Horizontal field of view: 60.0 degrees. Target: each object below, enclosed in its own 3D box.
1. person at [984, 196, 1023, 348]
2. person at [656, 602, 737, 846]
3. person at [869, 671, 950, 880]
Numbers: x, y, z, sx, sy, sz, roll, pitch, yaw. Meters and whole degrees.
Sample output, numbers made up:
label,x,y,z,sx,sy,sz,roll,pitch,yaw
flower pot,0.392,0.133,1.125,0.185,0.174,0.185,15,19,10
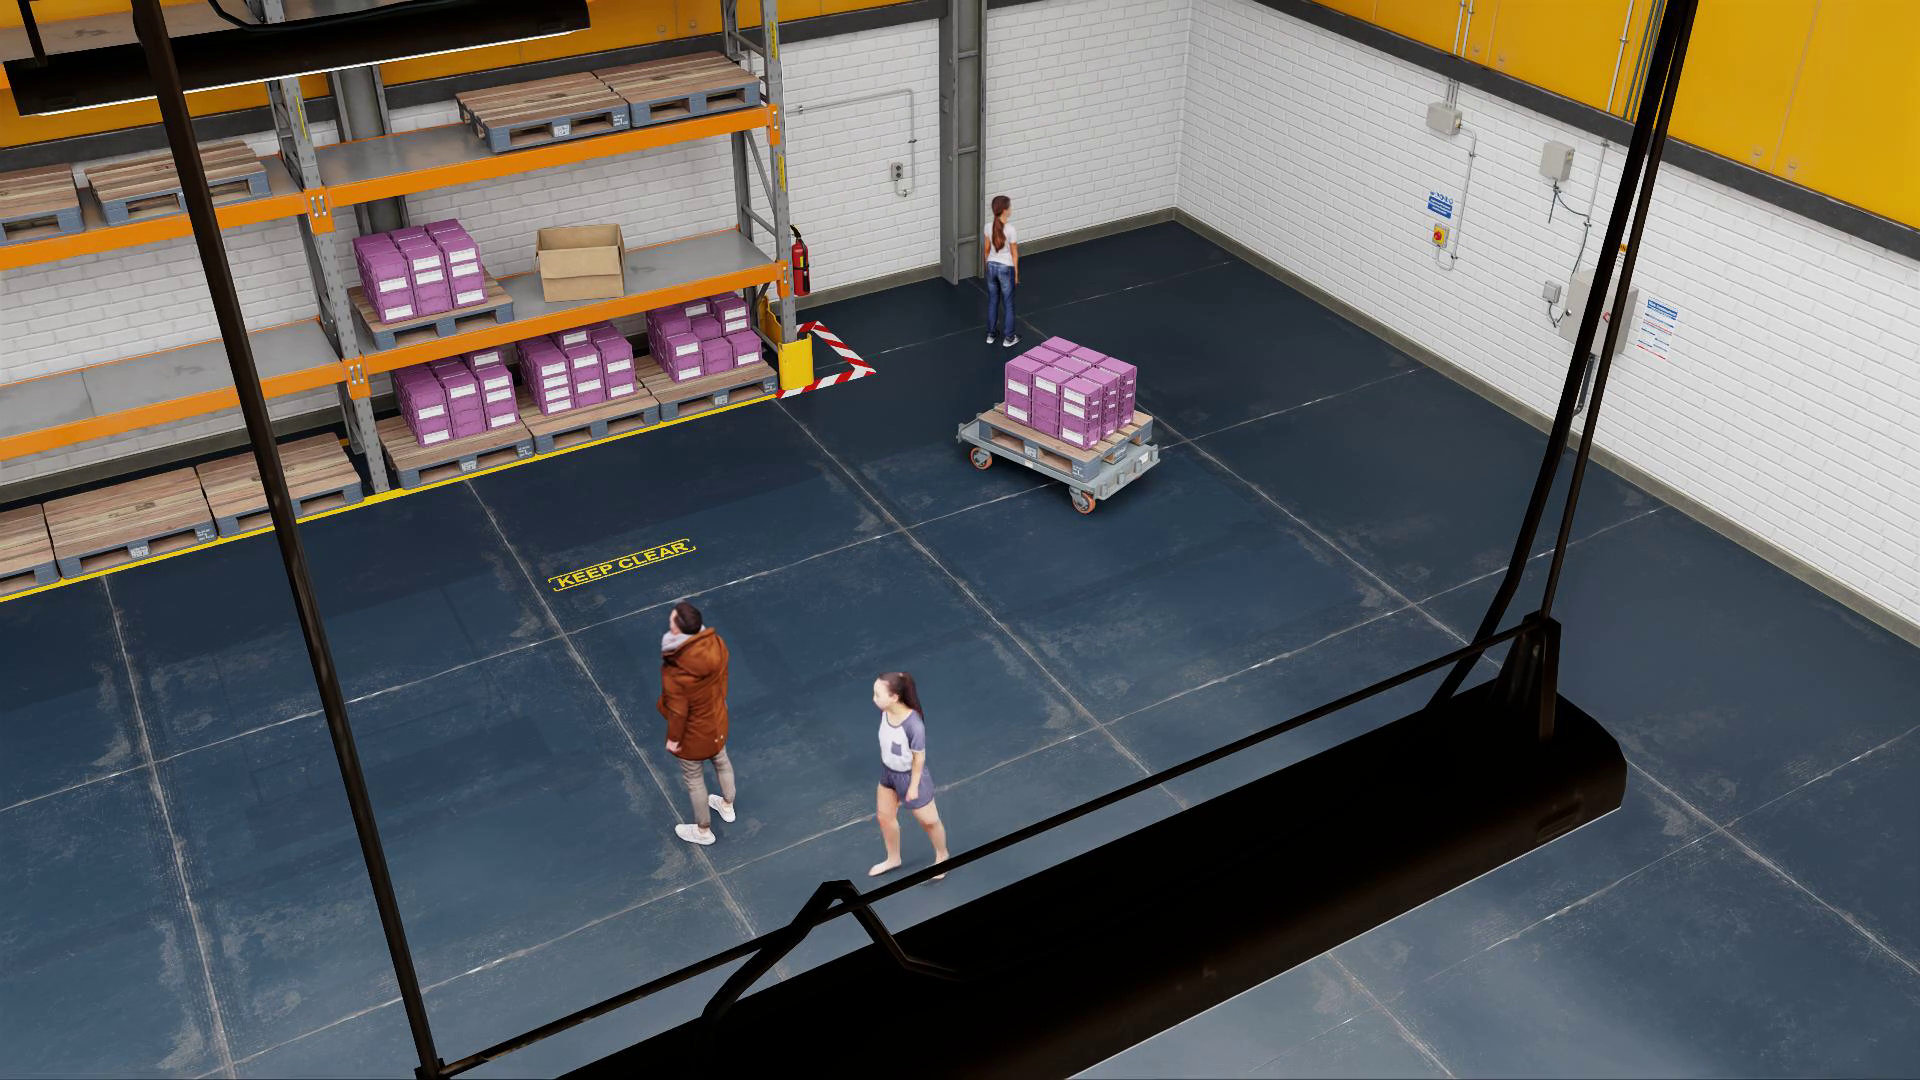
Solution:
label,x,y,z,sx,sy,sz,roll,pitch,yaw
person,0.415,-2.713,16.707,0.630,1.562,0.660,18,38,25
person,-1.665,1.161,10.629,0.892,1.839,0.796,20,39,28
person,-0.273,1.465,10.369,0.768,1.620,0.648,-27,42,-34
